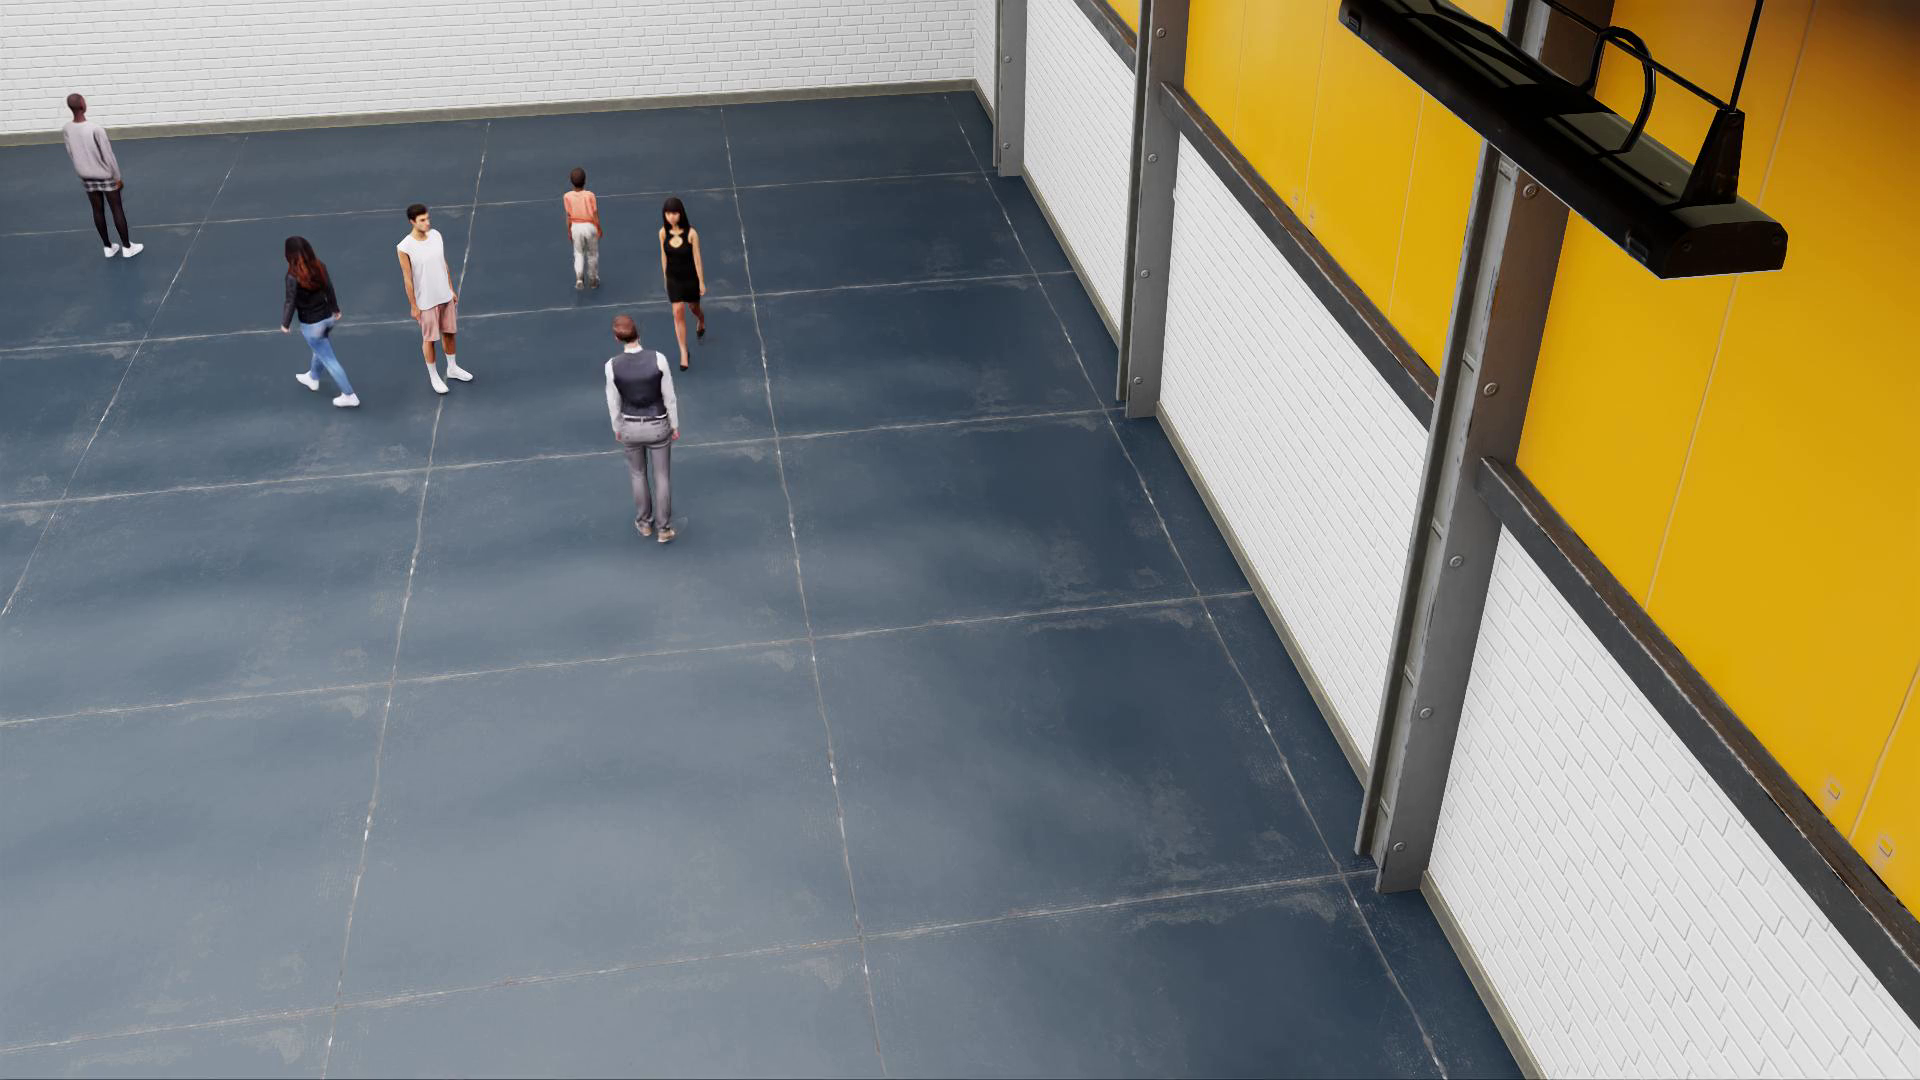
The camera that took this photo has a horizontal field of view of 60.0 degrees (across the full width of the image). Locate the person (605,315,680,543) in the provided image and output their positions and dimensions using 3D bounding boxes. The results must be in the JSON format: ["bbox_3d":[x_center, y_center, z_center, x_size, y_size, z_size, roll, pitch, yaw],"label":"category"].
[{"bbox_3d":[-2.464,-0.901,13.000,0.709,1.977,0.698,4,34,6],"label":"person"}]

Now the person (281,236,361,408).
[{"bbox_3d":[-5.683,-1.921,14.869,1.048,1.606,1.073,12,36,18],"label":"person"}]

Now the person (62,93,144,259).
[{"bbox_3d":[-9.152,-3.861,17.638,0.660,1.772,0.592,1,34,2],"label":"person"}]

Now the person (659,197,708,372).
[{"bbox_3d":[-2.574,-2.460,15.670,0.749,1.617,1.063,3,34,4],"label":"person"}]

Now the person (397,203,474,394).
[{"bbox_3d":[-4.816,-2.232,15.174,0.781,1.787,0.725,22,39,30],"label":"person"}]

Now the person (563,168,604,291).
[{"bbox_3d":[-3.851,-3.147,16.991,0.551,1.300,0.703,0,34,1],"label":"person"}]
